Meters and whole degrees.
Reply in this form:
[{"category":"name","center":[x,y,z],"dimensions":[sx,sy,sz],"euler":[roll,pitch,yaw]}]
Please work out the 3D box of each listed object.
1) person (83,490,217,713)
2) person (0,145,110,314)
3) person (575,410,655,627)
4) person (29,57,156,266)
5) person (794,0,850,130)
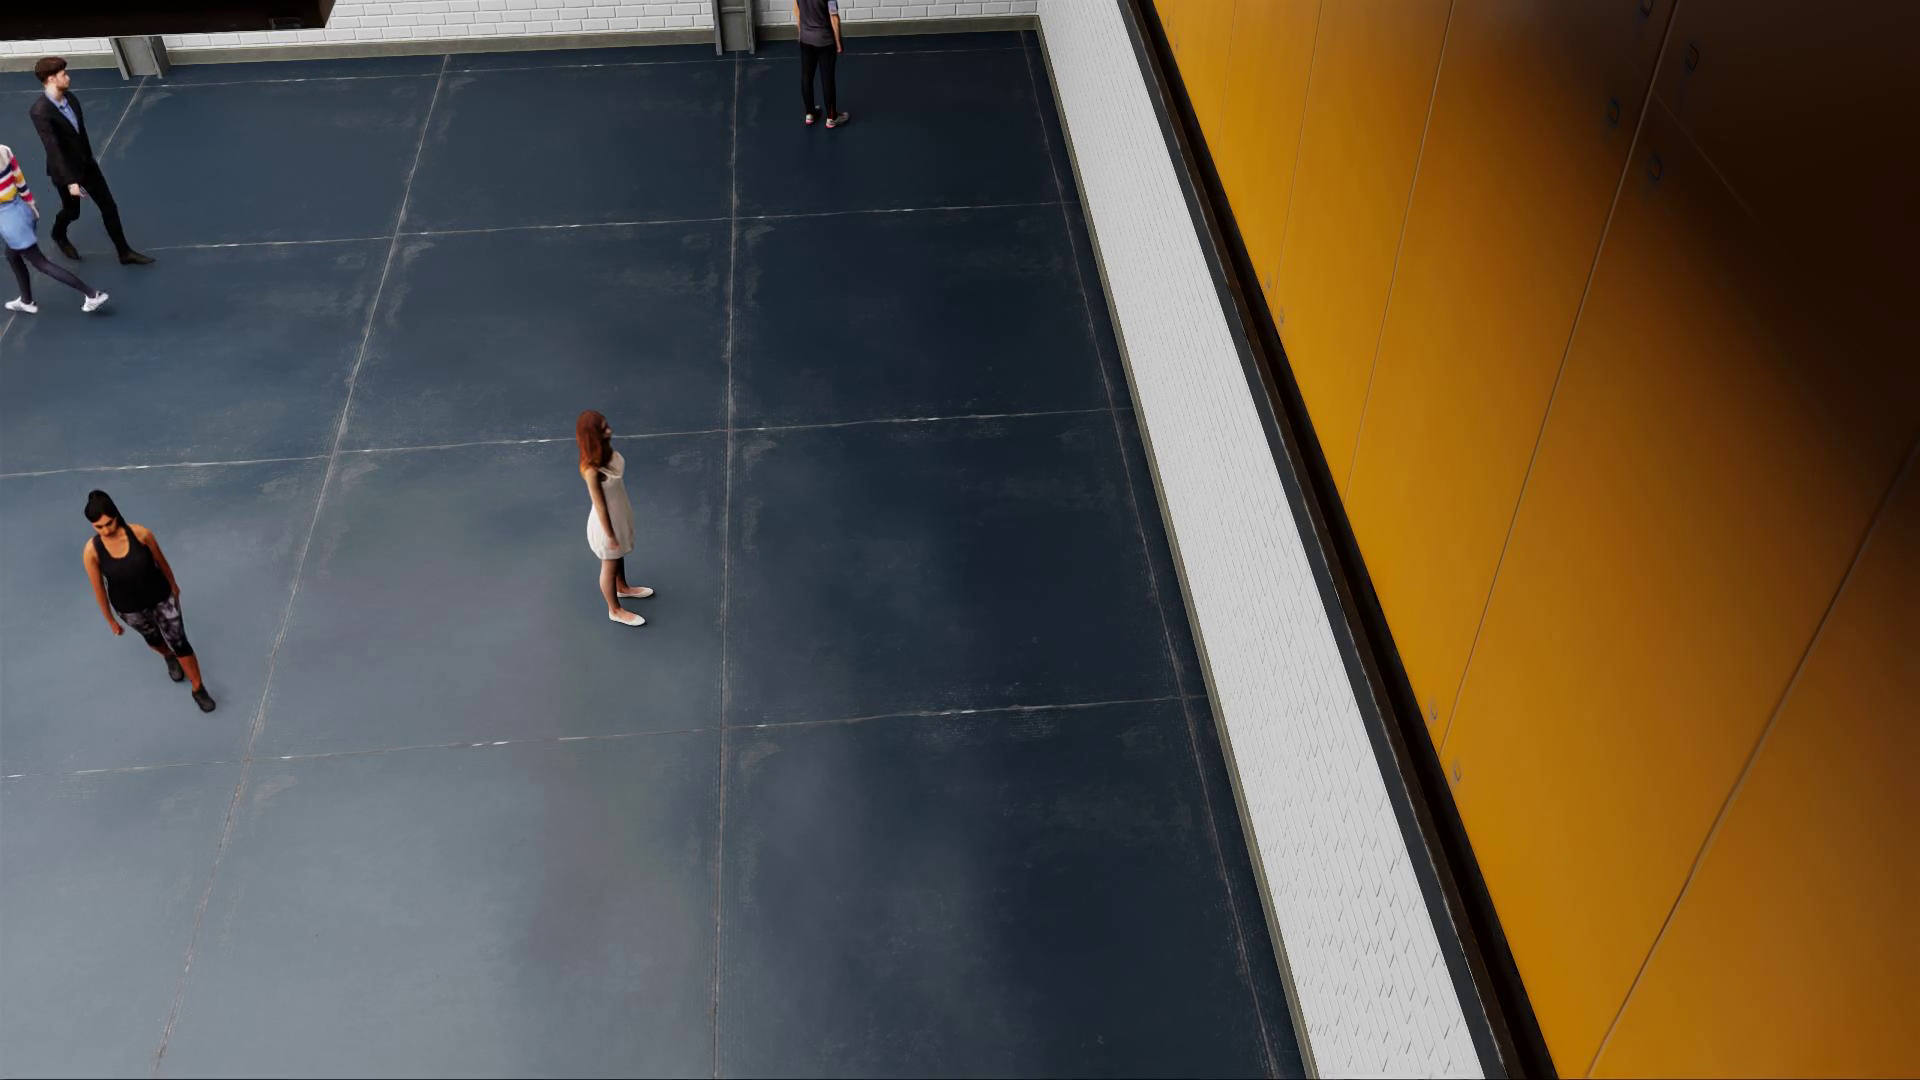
[{"category":"person","center":[-5.162,0.320,10.454],"dimensions":[0.972,1.646,0.930],"euler":[-25,49,-24]},{"category":"person","center":[-7.503,-2.538,13.367],"dimensions":[1.147,1.766,0.715],"euler":[0,44,0]},{"category":"person","center":[-2.303,-0.164,10.914],"dimensions":[0.578,1.711,0.590],"euler":[4,44,4]},{"category":"person","center":[-7.490,-3.106,13.910],"dimensions":[1.273,1.840,0.993],"euler":[14,45,14]},{"category":"person","center":[-1.348,-4.737,15.677],"dimensions":[0.678,1.764,0.786],"euler":[20,47,20]}]
